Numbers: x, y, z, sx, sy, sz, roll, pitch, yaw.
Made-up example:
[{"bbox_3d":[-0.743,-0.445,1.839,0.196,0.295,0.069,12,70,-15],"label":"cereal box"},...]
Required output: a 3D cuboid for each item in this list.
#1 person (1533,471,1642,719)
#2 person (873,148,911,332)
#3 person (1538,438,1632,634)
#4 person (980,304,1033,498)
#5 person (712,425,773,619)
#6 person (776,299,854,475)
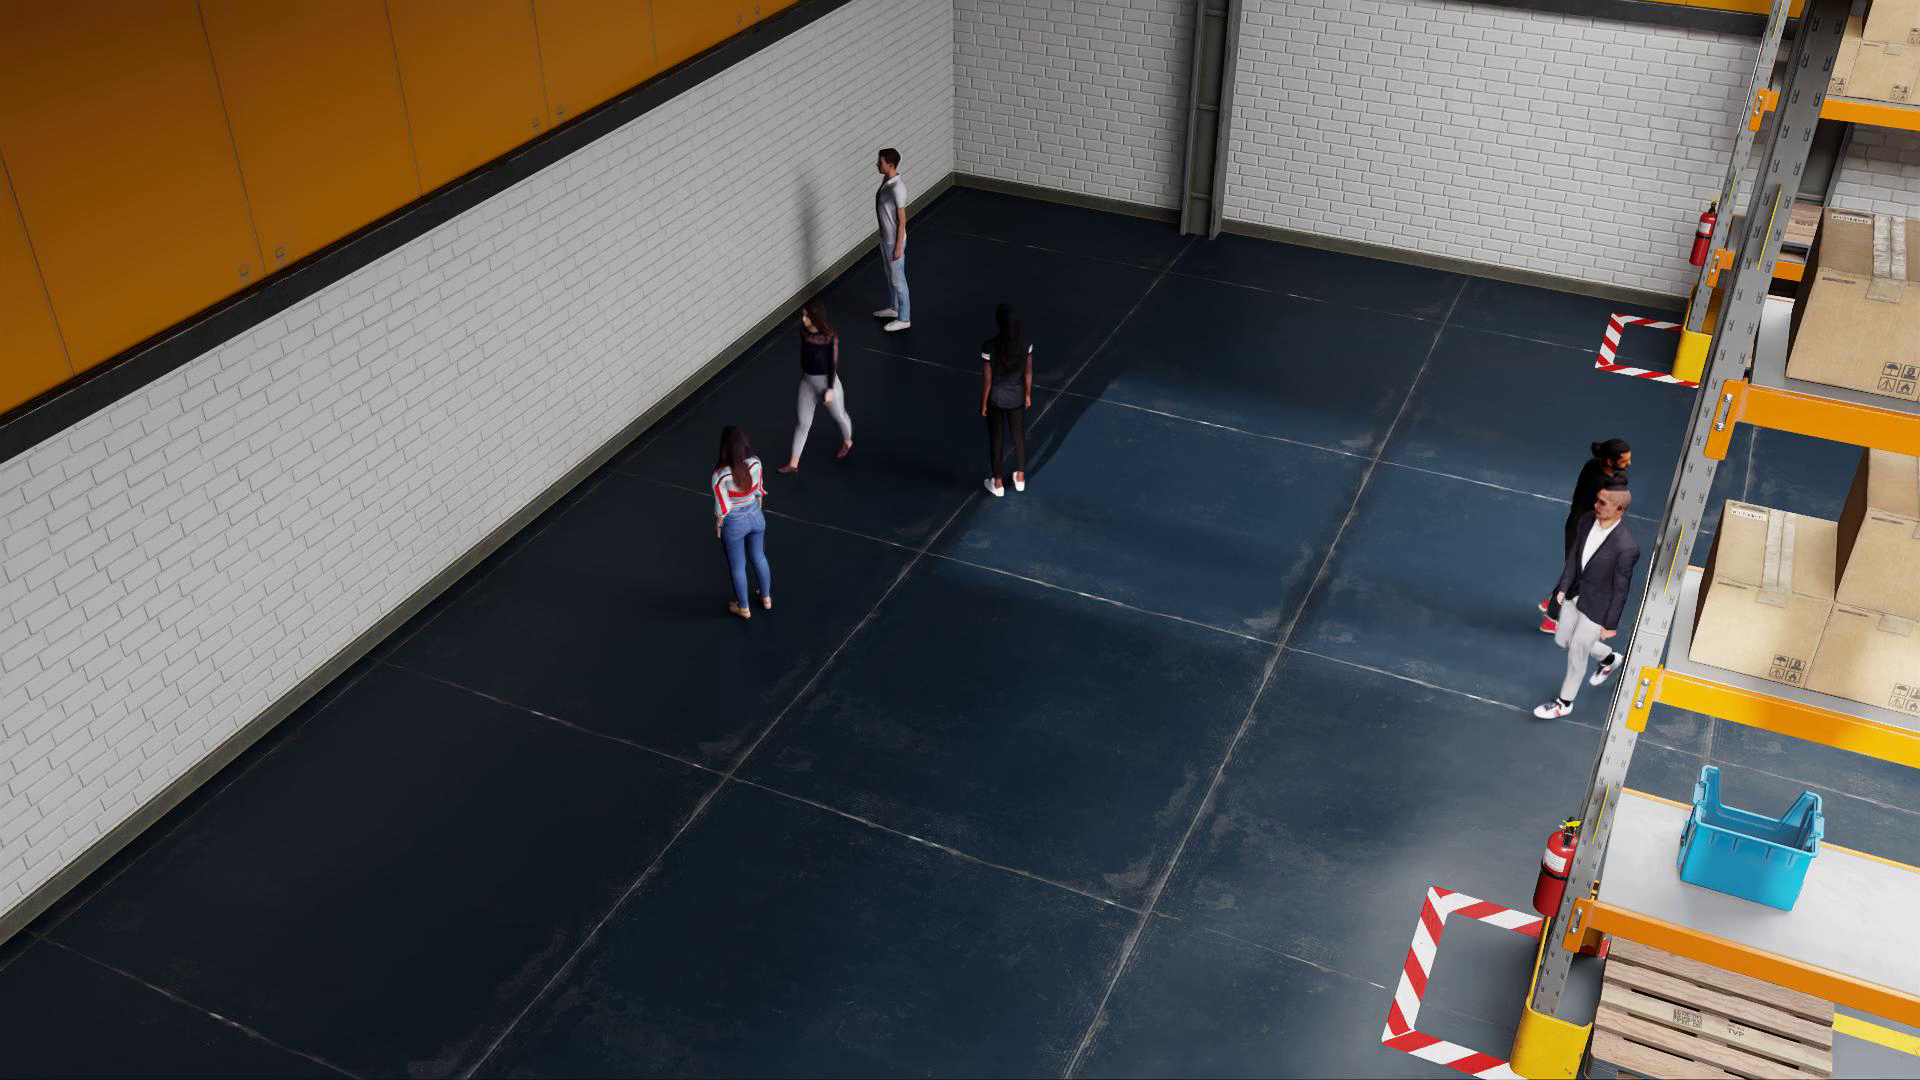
[{"bbox_3d":[4.401,0.378,11.349,1.103,1.931,1.034,-11,35,-16],"label":"person"},{"bbox_3d":[-0.664,-2.991,16.490,0.771,1.851,0.724,-10,35,-14],"label":"person"},{"bbox_3d":[4.462,-0.017,12.114,0.698,1.741,0.731,5,34,8],"label":"person"},{"bbox_3d":[0.381,-1.175,13.867,0.698,1.730,0.749,-13,36,-19],"label":"person"},{"bbox_3d":[-1.621,-0.144,12.421,0.664,1.614,0.651,-24,41,-32],"label":"person"},{"bbox_3d":[-1.140,-1.321,14.244,1.065,1.556,0.817,22,39,29],"label":"person"}]
